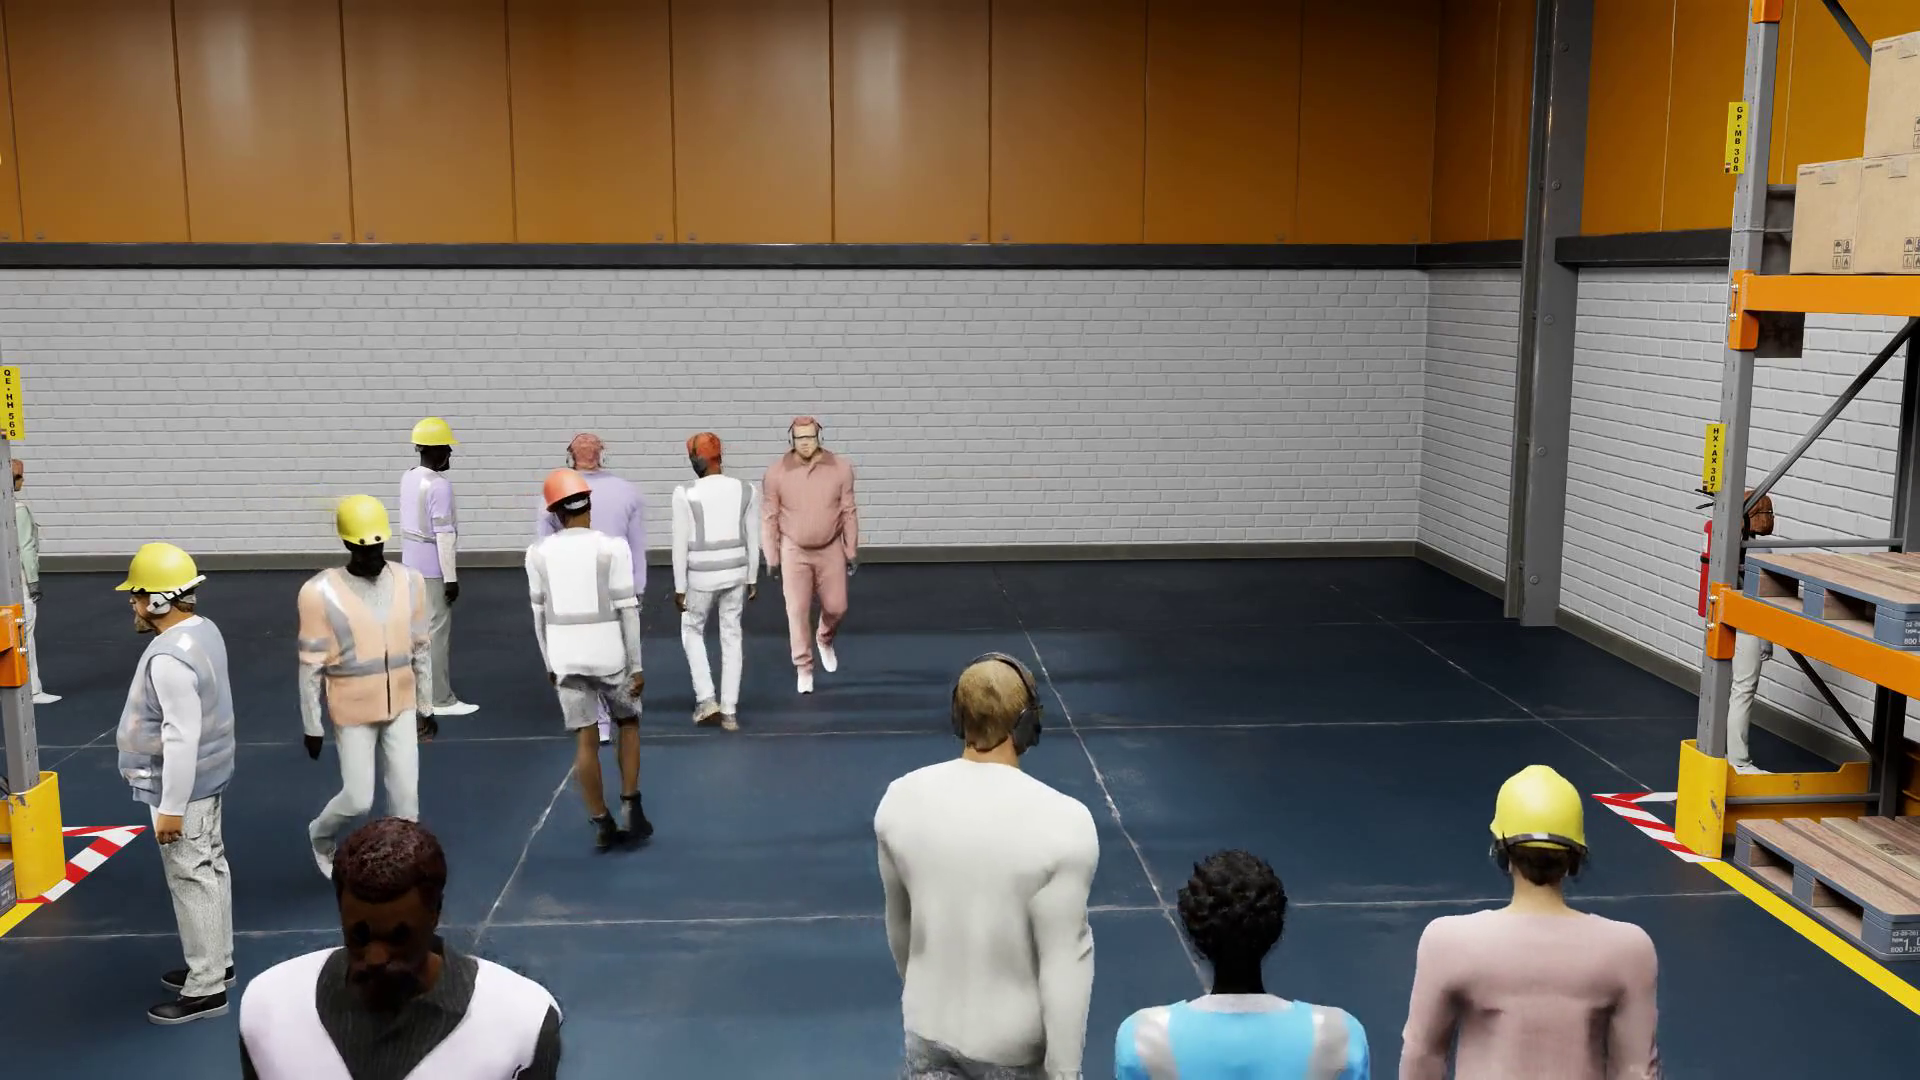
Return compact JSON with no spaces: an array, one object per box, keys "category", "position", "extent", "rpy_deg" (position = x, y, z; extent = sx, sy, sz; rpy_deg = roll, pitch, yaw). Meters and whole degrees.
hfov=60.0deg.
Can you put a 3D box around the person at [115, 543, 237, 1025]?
[{"category":"person","position":[-2.984,0.916,6.356],"extent":[0.404,1.830,0.602],"rpy_deg":[-2,9,-14]}]

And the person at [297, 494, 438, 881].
[{"category":"person","position":[-2.653,0.723,7.390],"extent":[0.684,1.905,0.605],"rpy_deg":[8,12,41]}]

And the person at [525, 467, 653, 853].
[{"category":"person","position":[-1.832,0.590,8.214],"extent":[0.597,1.890,0.449],"rpy_deg":[1,9,5]}]

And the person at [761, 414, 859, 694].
[{"category":"person","position":[-1.030,0.079,11.406],"extent":[0.669,1.893,0.550],"rpy_deg":[-2,9,-10]}]

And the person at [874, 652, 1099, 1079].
[{"category":"person","position":[0.129,1.214,4.278],"extent":[0.641,1.896,0.960],"rpy_deg":[5,10,30]}]

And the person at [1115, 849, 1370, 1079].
[{"category":"person","position":[0.570,1.470,3.338],"extent":[0.546,1.679,0.473],"rpy_deg":[1,9,9]}]

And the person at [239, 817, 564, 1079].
[{"category":"person","position":[-1.033,1.422,3.005],"extent":[0.616,1.883,0.798],"rpy_deg":[0,9,-3]}]

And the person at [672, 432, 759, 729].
[{"category":"person","position":[-1.528,0.251,10.422],"extent":[0.596,1.864,0.456],"rpy_deg":[-5,10,-28]}]

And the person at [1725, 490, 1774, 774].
[{"category":"person","position":[4.432,0.528,9.421],"extent":[0.283,1.633,0.497],"rpy_deg":[-1,9,-9]}]

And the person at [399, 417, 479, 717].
[{"category":"person","position":[-3.393,0.172,10.735],"extent":[0.386,1.928,0.589],"rpy_deg":[-8,12,-41]}]

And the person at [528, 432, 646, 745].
[{"category":"person","position":[-2.315,0.276,10.224],"extent":[0.667,1.872,0.840],"rpy_deg":[-6,11,-33]}]

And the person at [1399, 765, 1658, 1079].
[{"category":"person","position":[1.300,1.362,3.880],"extent":[0.546,1.714,0.919],"rpy_deg":[1,9,6]}]

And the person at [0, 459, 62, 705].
[{"category":"person","position":[-6.240,0.278,10.962],"extent":[0.512,1.642,0.311],"rpy_deg":[5,10,30]}]
